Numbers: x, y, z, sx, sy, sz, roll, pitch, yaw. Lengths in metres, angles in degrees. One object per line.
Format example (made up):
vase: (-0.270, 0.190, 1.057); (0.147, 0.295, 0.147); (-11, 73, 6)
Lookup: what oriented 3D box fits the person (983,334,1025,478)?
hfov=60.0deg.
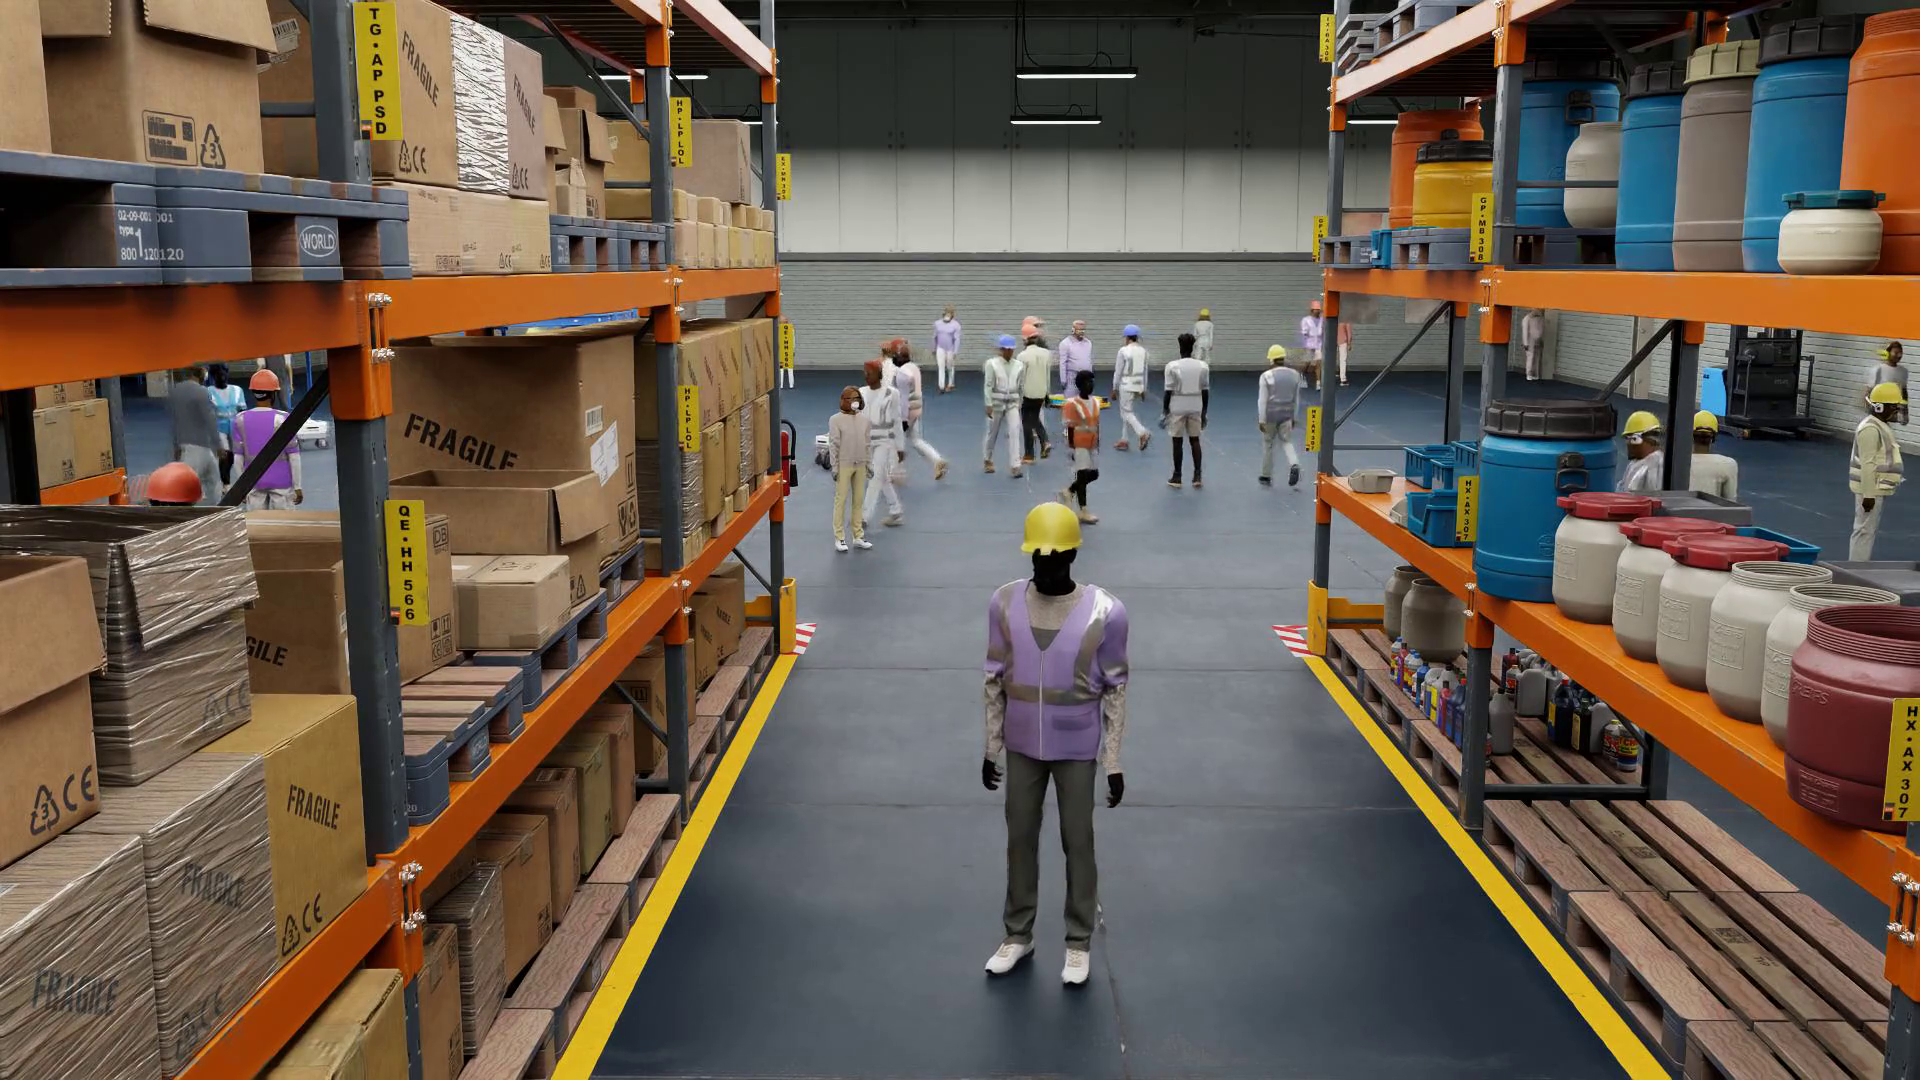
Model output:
person: (0.574, -1.816, 22.378); (0.620, 1.906, 1.011); (-3, 10, -18)

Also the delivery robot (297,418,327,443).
delivery robot: (-10.091, -1.698, 25.504); (0.707, 0.478, 0.477); (-6, 11, -32)

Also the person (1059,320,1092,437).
person: (1.932, -2.649, 27.318); (0.652, 1.904, 0.403); (-6, 11, -33)

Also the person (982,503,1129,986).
person: (0.369, 0.807, 6.573); (0.625, 1.924, 0.399); (4, 10, 21)

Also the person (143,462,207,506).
person: (-3.715, 0.595, 7.850); (0.551, 1.917, 0.565); (2, 10, 11)

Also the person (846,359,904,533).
person: (-0.908, -1.020, 17.819); (0.600, 1.832, 0.975); (7, 12, 36)

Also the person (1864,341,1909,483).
person: (12.223, -1.715, 21.947); (0.524, 1.834, 0.952); (-2, 10, -10)

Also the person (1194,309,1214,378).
person: (5.975, -4.823, 40.908); (0.492, 1.719, 0.774); (5, 11, 25)

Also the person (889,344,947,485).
person: (-0.607, -1.612, 21.414); (0.824, 1.808, 0.649); (3, 10, 16)

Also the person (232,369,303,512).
person: (-5.940, -0.496, 14.325); (0.552, 1.937, 0.356); (-1, 9, -4)

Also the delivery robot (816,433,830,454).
delivery robot: (-1.725, -1.400, 23.719); (0.477, 0.478, 0.707); (8, 12, 39)

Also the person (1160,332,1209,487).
person: (2.876, -1.660, 21.213); (0.614, 1.963, 0.361); (-3, 10, -15)

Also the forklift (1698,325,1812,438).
forklift: (13.248, -3.165, 27.620); (1.129, 2.768, 1.873); (0, 9, 1)

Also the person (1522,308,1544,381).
person: (13.902, -4.790, 40.296); (0.783, 1.866, 0.506); (-5, 11, -30)

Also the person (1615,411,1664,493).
person: (4.759, -0.002, 11.772); (0.496, 1.803, 0.628); (2, 10, 13)

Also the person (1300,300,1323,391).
person: (7.926, -4.377, 37.388); (0.608, 2.014, 0.928); (-1, 10, -6)

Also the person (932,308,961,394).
person: (-0.307, -4.146, 36.440); (0.673, 1.876, 1.007); (2, 10, 12)

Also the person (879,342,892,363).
person: (-1.115, -2.230, 25.596); (0.312, 1.642, 0.512); (2, 10, 11)

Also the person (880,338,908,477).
person: (-0.902, -1.735, 21.963); (0.547, 1.865, 0.621); (-9, 13, -42)

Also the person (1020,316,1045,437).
person: (1.210, -2.699, 27.450); (0.461, 1.963, 0.723); (1, 9, 3)

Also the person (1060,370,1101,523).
person: (1.326, -1.051, 18.414); (0.538, 1.678, 0.577); (-9, 13, -43)

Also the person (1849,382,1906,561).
person: (7.881, -0.443, 14.324); (0.404, 1.829, 0.600); (7, 11, 34)

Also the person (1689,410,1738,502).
person: (5.449, -0.076, 12.322); (0.533, 1.768, 0.311); (2, 10, 11)

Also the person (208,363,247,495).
person: (-8.980, -1.345, 20.240); (0.812, 1.661, 0.530); (9, 13, 42)

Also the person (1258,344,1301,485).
person: (4.081, -1.590, 21.250); (0.597, 1.811, 0.760); (-3, 10, -15)

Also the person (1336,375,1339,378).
person: (9.303, -4.996, 41.416); (0.441, 1.890, 0.675); (-4, 10, -22)

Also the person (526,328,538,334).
person: (-7.275, -2.714, 28.225); (0.745, 1.740, 0.529); (-2, 10, -14)

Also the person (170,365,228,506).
person: (-8.057, -0.989, 17.445); (0.630, 1.898, 1.019); (9, 13, 43)

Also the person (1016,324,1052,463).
person: (1.032, -2.089, 23.730); (0.639, 1.976, 0.457); (-8, 12, -40)

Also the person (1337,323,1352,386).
person: (8.833, -4.599, 38.726); (0.614, 1.993, 0.395); (7, 12, 35)

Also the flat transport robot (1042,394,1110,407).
flat transport robot: (2.201, -2.756, 32.973); (1.431, 0.197, 0.652); (8, 12, 39)

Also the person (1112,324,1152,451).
person: (2.635, -2.286, 25.109); (0.626, 1.922, 0.825); (-9, 13, -42)

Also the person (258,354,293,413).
person: (-10.846, -2.444, 26.388); (0.522, 1.799, 0.951); (-5, 10, -25)

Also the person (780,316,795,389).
person: (-3.978, -4.245, 37.672); (0.511, 1.640, 0.308); (-3, 10, -18)

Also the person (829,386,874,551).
person: (-1.077, -0.719, 16.571); (0.500, 1.633, 0.280); (-8, 12, -38)
